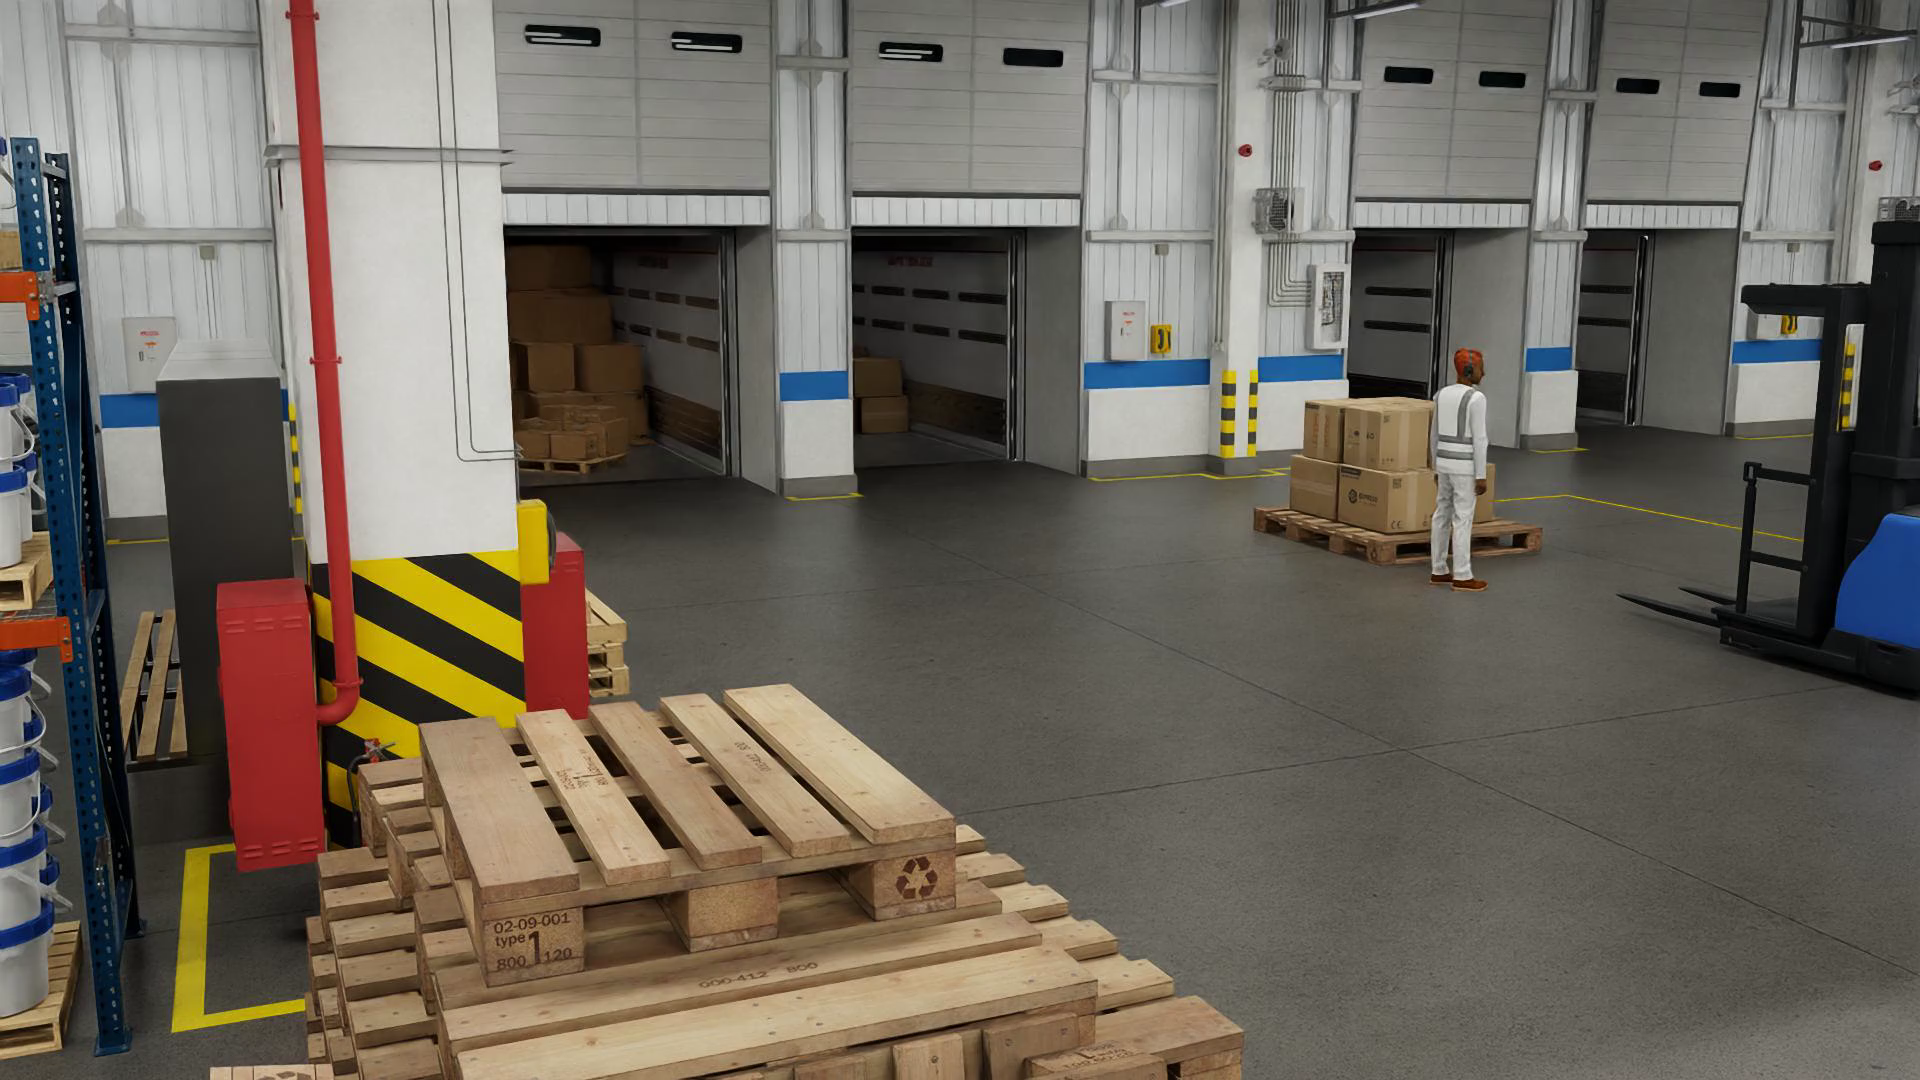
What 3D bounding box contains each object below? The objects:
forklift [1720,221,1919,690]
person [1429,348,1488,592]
[{"bbox_3d":[5.949,-0.550,10.218,1.129,2.768,1.873,-4,11,-23],"label":"forklift"},{"bbox_3d":[3.884,-0.543,12.926,0.360,1.884,0.574,-4,11,-21],"label":"person"}]
